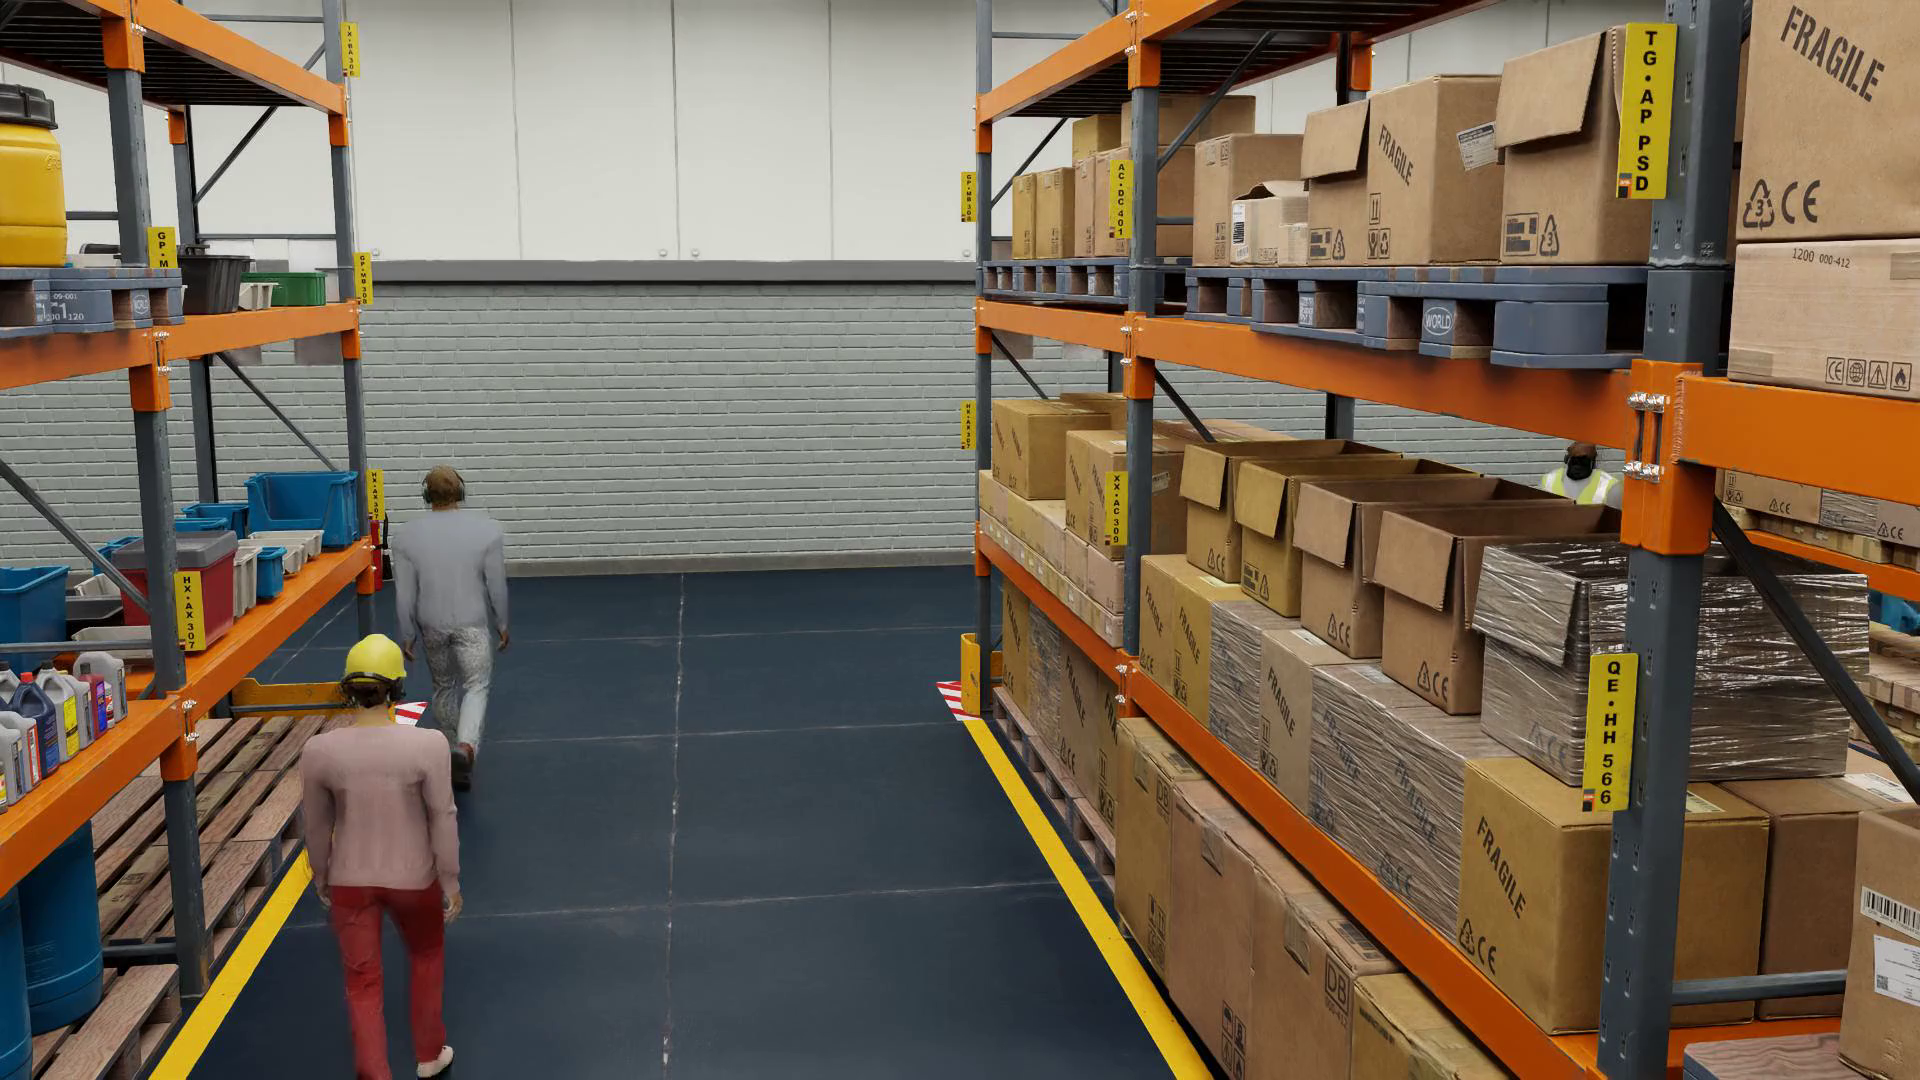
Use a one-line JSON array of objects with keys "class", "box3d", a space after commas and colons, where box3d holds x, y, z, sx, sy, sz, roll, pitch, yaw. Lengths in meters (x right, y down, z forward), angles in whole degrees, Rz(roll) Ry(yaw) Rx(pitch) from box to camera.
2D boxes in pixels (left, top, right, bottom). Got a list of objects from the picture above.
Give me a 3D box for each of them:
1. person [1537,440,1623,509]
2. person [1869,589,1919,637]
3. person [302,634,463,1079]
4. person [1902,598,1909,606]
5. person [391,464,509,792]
[{"class": "person", "box3d": [4.594, 0.128, 12.412, 0.674, 1.817, 0.588, 7, 11, 36]}, {"class": "person", "box3d": [7.280, 0.051, 12.848, 0.663, 1.820, 0.564, -3, 10, -16]}, {"class": "person", "box3d": [-2.068, 1.190, 6.033, 0.553, 1.739, 0.685, -1, 9, -7]}, {"class": "person", "box3d": [8.540, -0.225, 14.568, 0.952, 1.831, 0.530, -3, 10, -17]}, {"class": "person", "box3d": [-2.971, 0.513, 9.723, 0.637, 1.919, 0.825, -1, 9, -9]}]
